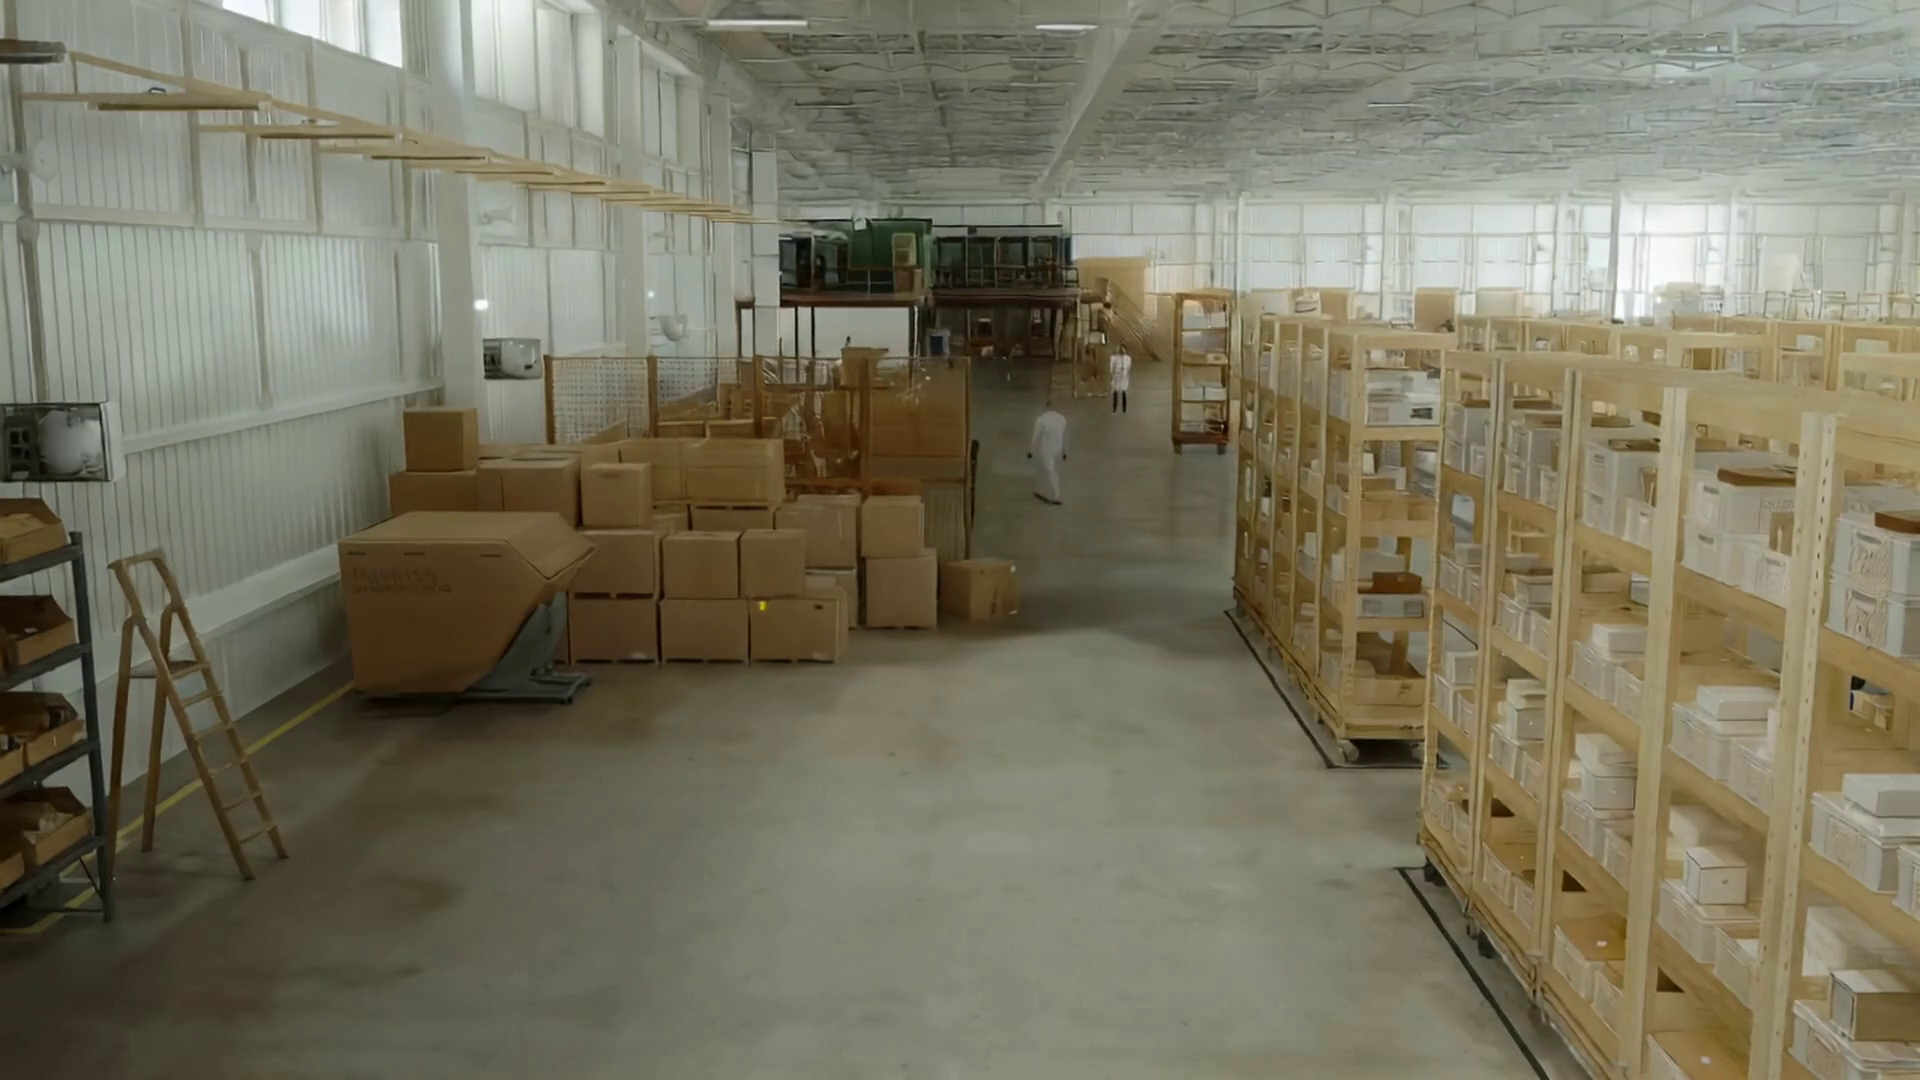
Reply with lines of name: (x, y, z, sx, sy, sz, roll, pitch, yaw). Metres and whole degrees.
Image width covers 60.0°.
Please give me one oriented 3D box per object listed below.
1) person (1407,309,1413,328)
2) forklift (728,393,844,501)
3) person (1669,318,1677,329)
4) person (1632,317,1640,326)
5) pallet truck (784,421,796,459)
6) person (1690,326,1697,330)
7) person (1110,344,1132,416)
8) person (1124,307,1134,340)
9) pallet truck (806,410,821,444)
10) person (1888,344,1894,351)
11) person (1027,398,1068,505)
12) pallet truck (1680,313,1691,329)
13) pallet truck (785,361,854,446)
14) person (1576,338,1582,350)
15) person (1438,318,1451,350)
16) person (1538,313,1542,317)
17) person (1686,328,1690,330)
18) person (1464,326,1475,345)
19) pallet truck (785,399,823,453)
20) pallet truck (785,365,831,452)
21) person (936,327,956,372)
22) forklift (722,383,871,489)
person: (25.598, -12.179, 94.659, 0.398, 1.918, 0.587, 6, 11, 31)
forklift: (-2.979, -1.316, 26.476, 2.680, 1.987, 1.157, 0, 9, 1)
person: (36.994, -10.685, 86.280, 0.887, 1.645, 0.543, -4, 10, -25)
person: (31.726, -9.498, 78.082, 0.590, 1.926, 0.388, 1, 9, 4)
pallet truck: (-4.013, -1.793, 32.705, 1.601, 1.201, 0.680, 0, 9, 1)
person: (29.732, -7.723, 67.208, 0.798, 1.914, 0.557, 0, 9, 2)
person: (4.553, -4.540, 47.149, 0.615, 2.040, 0.391, 2, 9, 10)
person: (9.949, -12.745, 98.061, 0.603, 1.944, 0.399, -4, 10, -22)
pallet truck: (-3.559, -2.018, 33.905, 1.522, 1.261, 0.704, 0, 9, -1)
person: (32.195, -6.048, 57.467, 0.922, 1.718, 0.541, 4, 10, 24)
person: (1.534, -1.566, 29.387, 0.666, 1.856, 0.994, -7, 12, -38)
pallet truck: (36.315, -10.531, 84.244, 0.823, 1.965, 1.885, -6, 11, -33)
pallet truck: (-3.410, -3.193, 38.978, 1.885, 1.965, 0.823, 0, 9, -1)
person: (24.805, -7.807, 67.303, 0.683, 2.000, 0.538, 2, 9, 12)
person: (22.049, -9.118, 75.709, 0.552, 1.935, 0.374, 4, 10, 25)
person: (31.259, -11.391, 90.112, 0.651, 1.808, 0.651, -8, 12, -39)
person: (26.664, -6.790, 61.171, 0.392, 1.995, 0.612, -4, 10, -23)
person: (24.842, -9.998, 81.303, 1.035, 1.879, 0.655, 6, 11, 33)
pallet truck: (-3.814, -2.432, 36.419, 1.630, 1.274, 0.653, 0, 9, 1)
pallet truck: (-3.774, -2.976, 37.635, 1.885, 1.965, 0.823, 1, 9, 5)
person: (-0.582, -7.696, 67.229, 0.878, 1.854, 0.571, -8, 12, -41)
forklift: (-2.893, -1.687, 28.729, 2.680, 1.987, 1.157, 0, 9, -1)
